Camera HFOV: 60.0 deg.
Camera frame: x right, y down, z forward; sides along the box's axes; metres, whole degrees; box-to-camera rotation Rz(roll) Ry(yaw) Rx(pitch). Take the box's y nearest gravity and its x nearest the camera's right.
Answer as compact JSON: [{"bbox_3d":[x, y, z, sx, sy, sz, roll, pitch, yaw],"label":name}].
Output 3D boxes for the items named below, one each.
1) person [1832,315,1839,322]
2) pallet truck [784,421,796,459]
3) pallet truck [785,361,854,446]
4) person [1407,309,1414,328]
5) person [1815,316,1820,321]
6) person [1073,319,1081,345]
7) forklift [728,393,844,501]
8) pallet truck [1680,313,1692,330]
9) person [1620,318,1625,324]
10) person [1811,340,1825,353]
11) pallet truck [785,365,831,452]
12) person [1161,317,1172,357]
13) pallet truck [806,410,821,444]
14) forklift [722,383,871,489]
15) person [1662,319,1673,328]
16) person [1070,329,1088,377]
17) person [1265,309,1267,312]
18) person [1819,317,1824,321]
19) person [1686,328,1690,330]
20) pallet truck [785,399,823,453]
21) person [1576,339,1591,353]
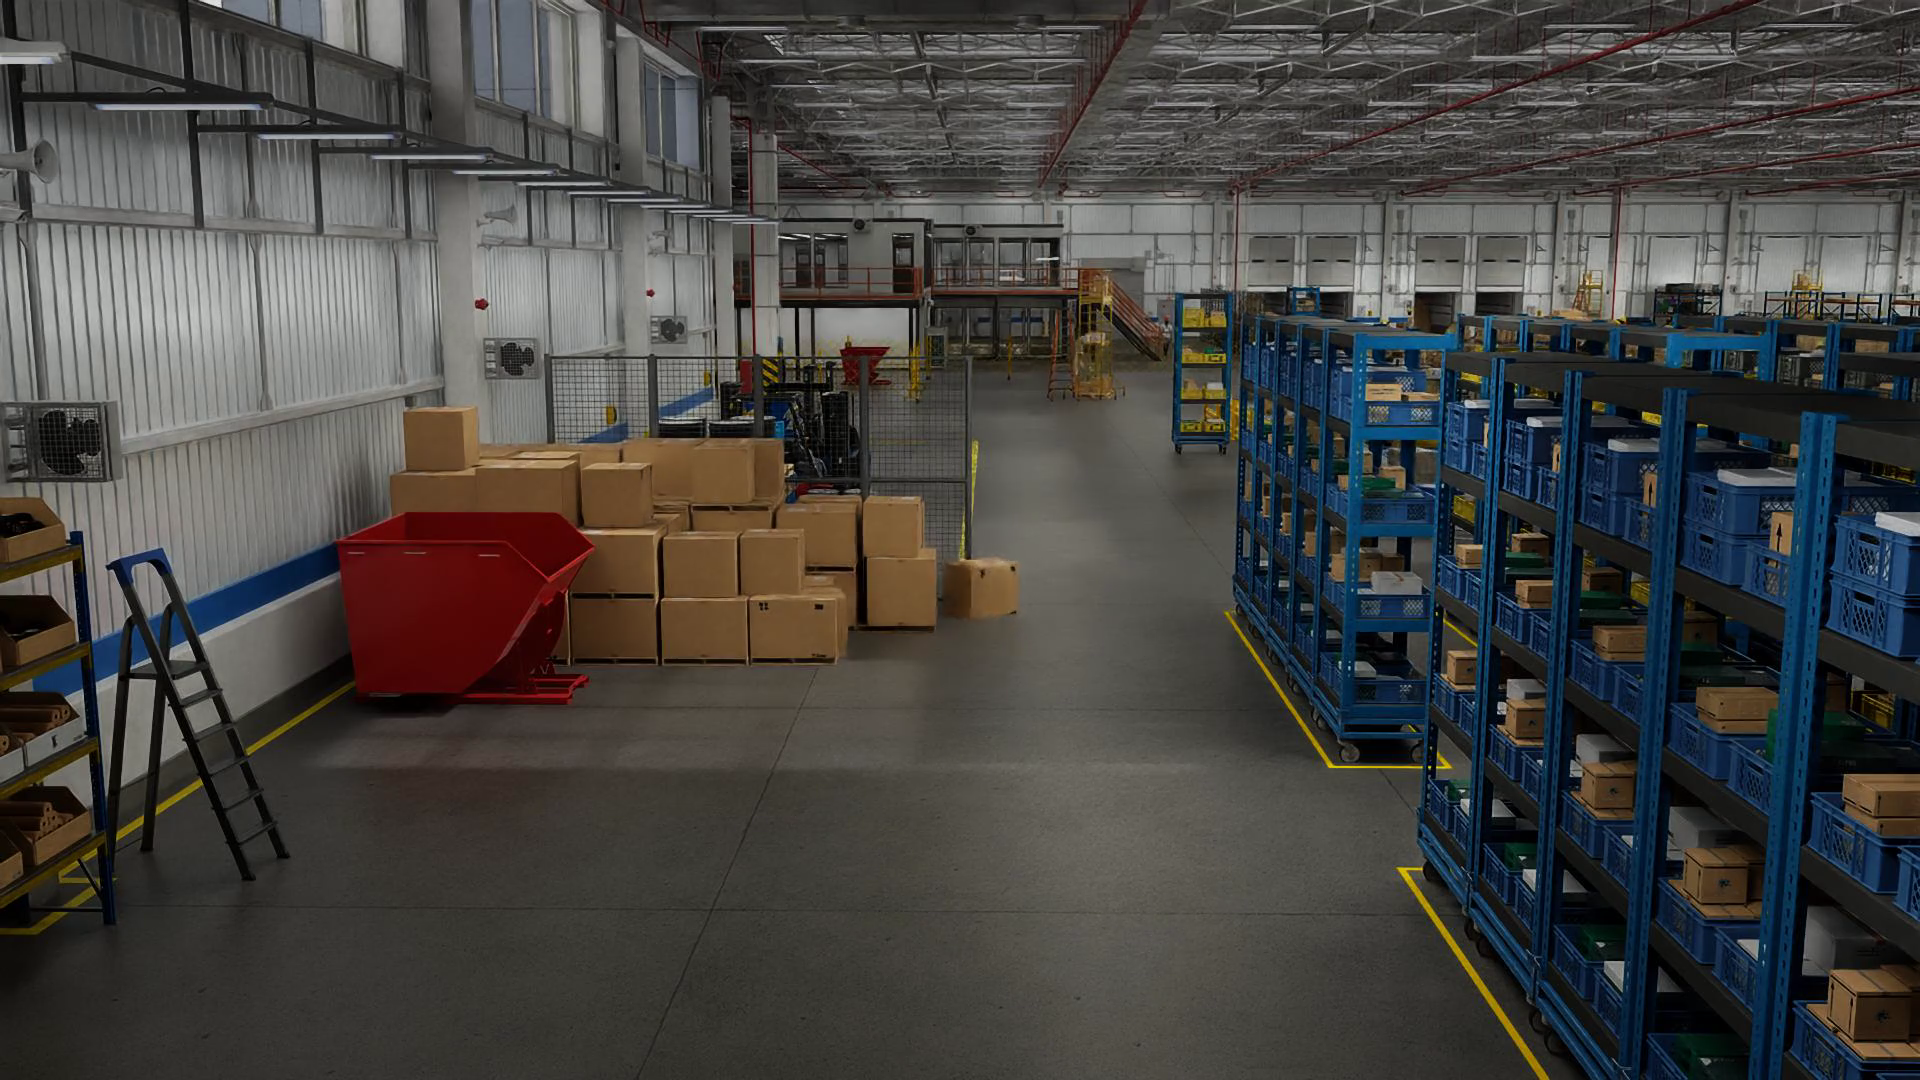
[{"bbox_3d":[43.183,-10.158,82.160,0.446,1.923,0.643,1,9,7],"label":"person"},{"bbox_3d":[-4.013,-1.793,32.705,1.601,1.201,0.680,0,9,1],"label":"pallet truck"},{"bbox_3d":[-3.410,-3.193,38.978,1.885,1.965,0.823,0,9,-1],"label":"pallet truck"},{"bbox_3d":[25.605,-12.184,94.692,0.397,1.919,0.585,6,11,35],"label":"person"},{"bbox_3d":[41.222,-9.790,79.959,0.392,1.912,0.593,-1,9,-5],"label":"person"},{"bbox_3d":[6.582,-11.568,91.292,0.620,1.795,0.978,-8,12,-40],"label":"person"},{"bbox_3d":[-2.979,-1.316,26.476,2.680,1.987,1.157,0,9,1],"label":"forklift"},{"bbox_3d":[36.315,-10.531,84.244,0.823,1.965,1.885,-6,11,-33],"label":"pallet truck"},{"bbox_3d":[30.841,-9.417,77.615,0.586,1.920,0.398,8,12,40],"label":"person"},{"bbox_3d":[28.161,-5.656,54.729,0.627,1.808,0.703,0,9,-1],"label":"person"},{"bbox_3d":[-3.774,-2.976,37.635,1.885,1.965,0.823,1,9,5],"label":"pallet truck"},{"bbox_3d":[9.857,-9.718,79.492,0.551,1.923,0.567,0,9,-1],"label":"person"},{"bbox_3d":[-3.559,-2.018,33.905,1.522,1.261,0.704,0,9,-1],"label":"pallet truck"},{"bbox_3d":[-2.893,-1.687,28.729,2.680,1.987,1.157,0,9,-1],"label":"forklift"},{"bbox_3d":[32.771,-9.306,77.096,0.532,1.865,0.311,1,9,4],"label":"person"},{"bbox_3d":[4.635,-7.240,64.363,0.691,1.858,0.587,-1,9,-5],"label":"person"},{"bbox_3d":[17.349,-12.097,94.115,0.610,1.928,0.785,-8,12,-41],"label":"person"},{"bbox_3d":[42.930,-10.241,82.981,0.622,1.834,0.430,3,10,15],"label":"person"},{"bbox_3d":[26.668,-6.790,61.172,0.395,1.994,0.612,-4,10,-24],"label":"person"},{"bbox_3d":[-3.814,-2.432,36.419,1.630,1.274,0.653,0,9,1],"label":"pallet truck"},{"bbox_3d":[24.451,-7.428,64.967,0.715,2.000,0.820,-1,9,-7],"label":"person"}]
